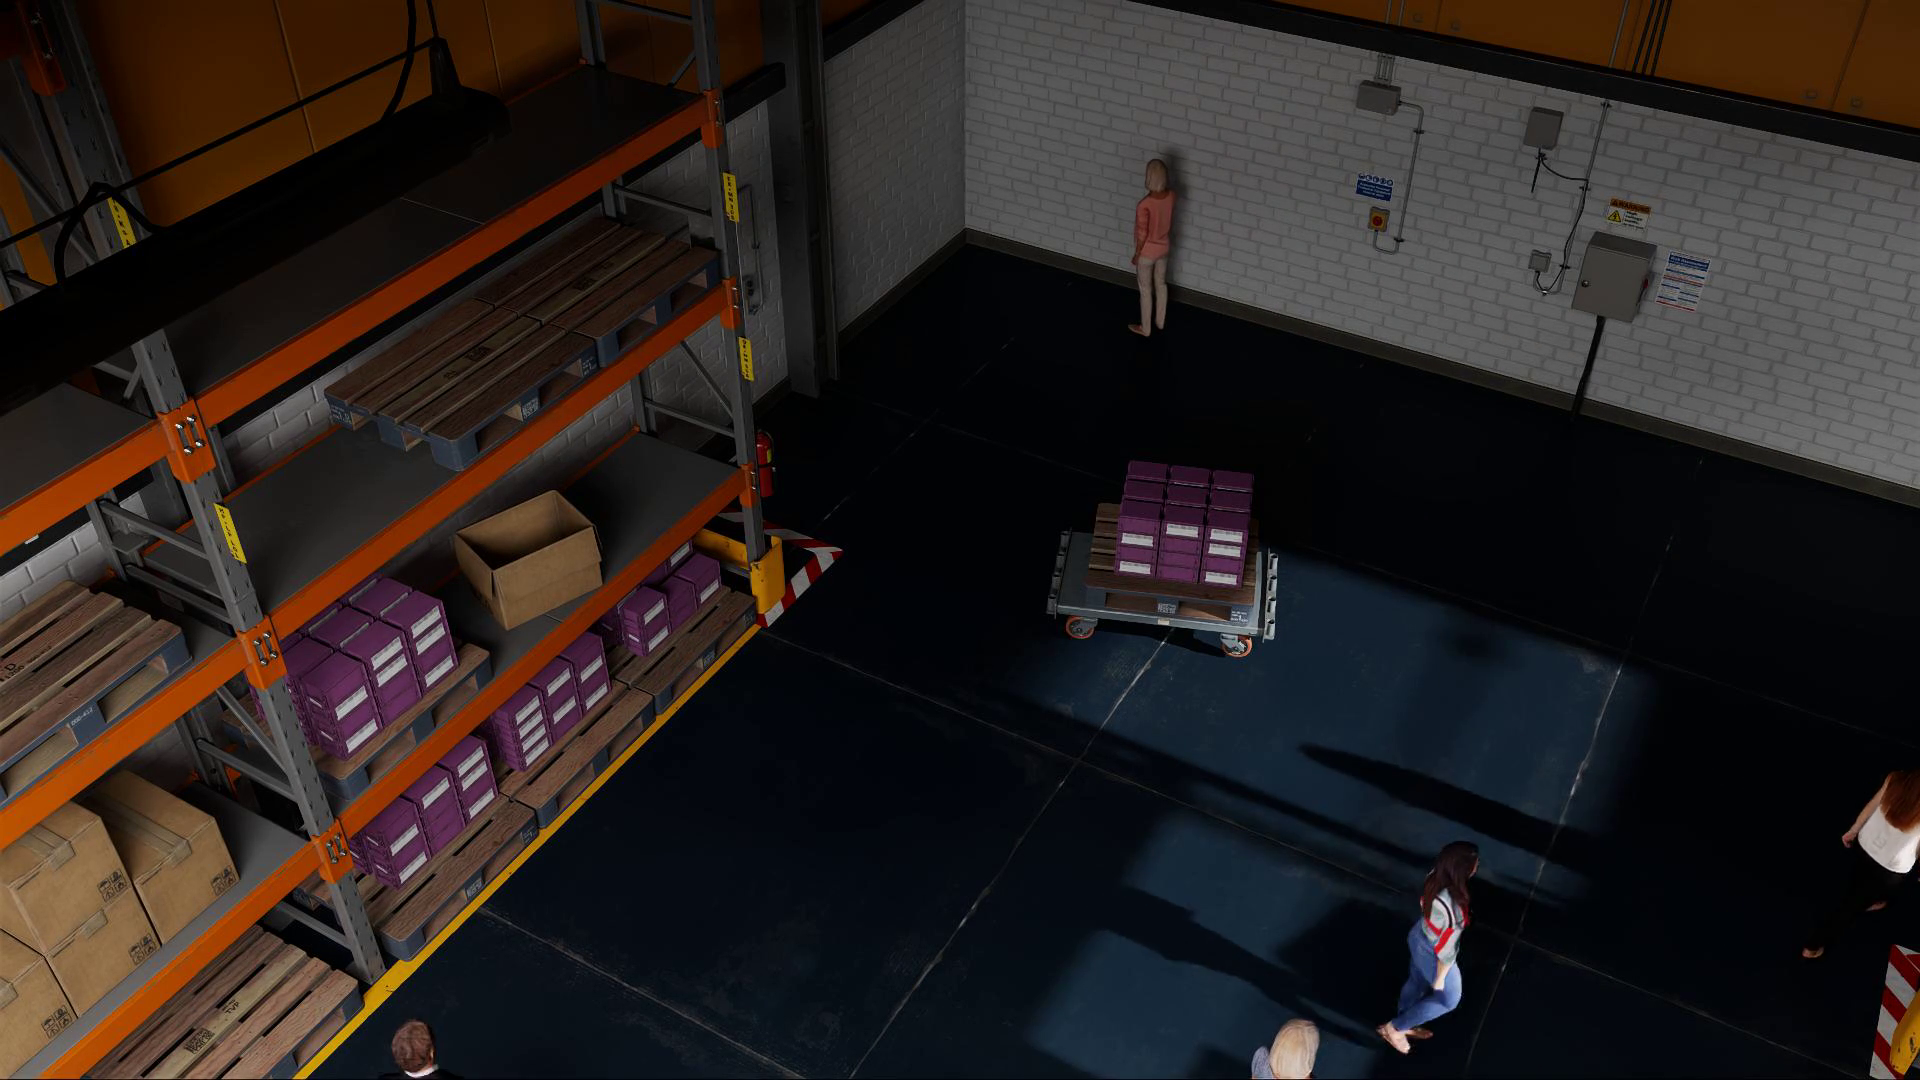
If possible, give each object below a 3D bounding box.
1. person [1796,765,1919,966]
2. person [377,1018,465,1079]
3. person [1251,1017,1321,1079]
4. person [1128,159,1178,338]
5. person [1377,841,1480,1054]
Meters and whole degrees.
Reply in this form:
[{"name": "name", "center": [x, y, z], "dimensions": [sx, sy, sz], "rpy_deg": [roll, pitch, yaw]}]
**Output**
[{"name": "person", "center": [5.250, 1.867, 9.581], "dimensions": [1.076, 1.674, 1.022], "rpy_deg": [-11, 40, -13]}, {"name": "person", "center": [-2.528, 3.026, 8.045], "dimensions": [1.036, 1.779, 1.241], "rpy_deg": [3, 39, 3]}, {"name": "person", "center": [1.581, 2.931, 8.212], "dimensions": [0.598, 1.720, 0.631], "rpy_deg": [-31, 48, -33]}, {"name": "person", "center": [1.765, -2.675, 15.229], "dimensions": [0.581, 1.724, 0.728], "rpy_deg": [-27, 46, -30]}, {"name": "person", "center": [2.521, 2.262, 9.143], "dimensions": [0.809, 1.603, 0.738], "rpy_deg": [-2, 39, -2]}]
